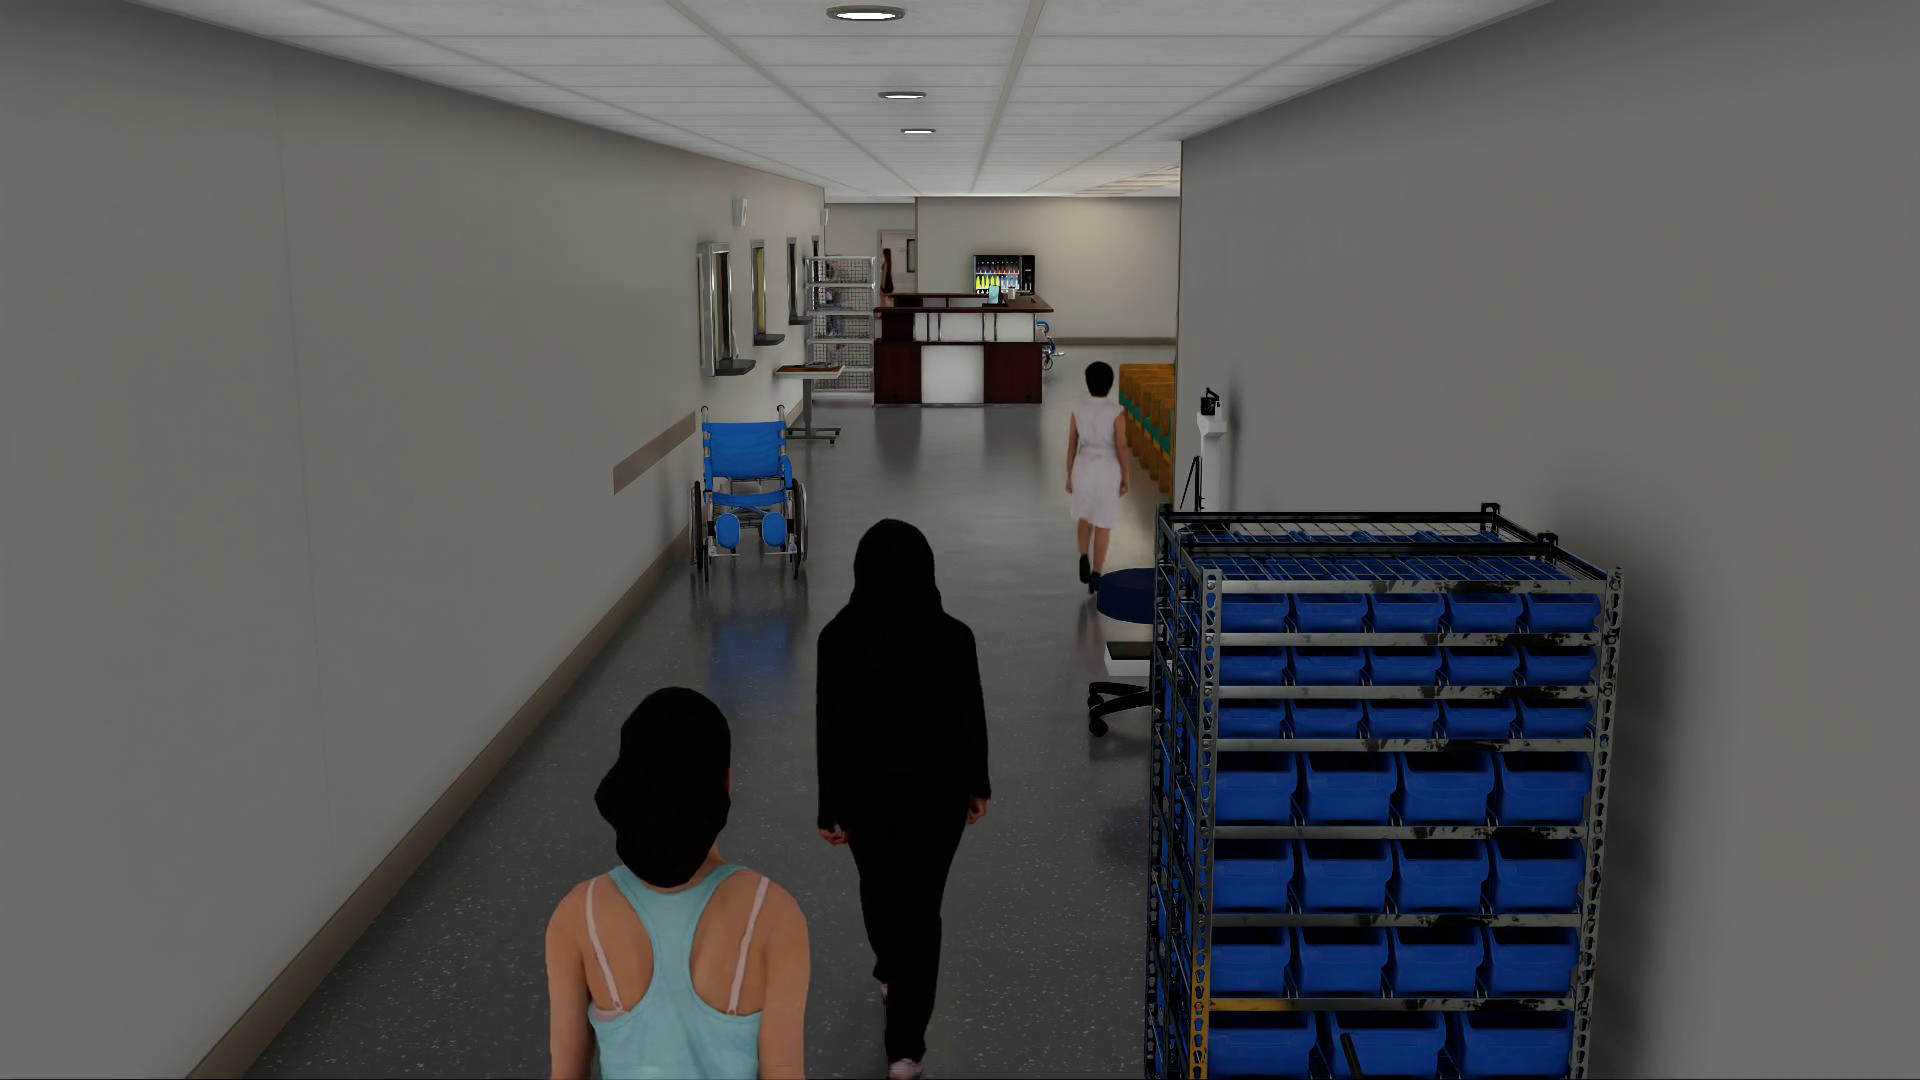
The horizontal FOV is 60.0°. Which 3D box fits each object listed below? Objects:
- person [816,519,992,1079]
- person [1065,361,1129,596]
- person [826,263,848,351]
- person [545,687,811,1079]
[{"bbox_3d":[-0.175,0.775,4.747,1.049,1.573,0.729,0,11,1],"label":"person"},{"bbox_3d":[0.882,-0.389,10.969,0.643,1.541,0.727,4,11,20],"label":"person"},{"bbox_3d":[-2.643,-4.451,32.061,1.203,1.658,1.176,-8,13,-37],"label":"person"},{"bbox_3d":[-0.428,1.132,2.493,1.131,1.712,0.663,0,11,1],"label":"person"}]
